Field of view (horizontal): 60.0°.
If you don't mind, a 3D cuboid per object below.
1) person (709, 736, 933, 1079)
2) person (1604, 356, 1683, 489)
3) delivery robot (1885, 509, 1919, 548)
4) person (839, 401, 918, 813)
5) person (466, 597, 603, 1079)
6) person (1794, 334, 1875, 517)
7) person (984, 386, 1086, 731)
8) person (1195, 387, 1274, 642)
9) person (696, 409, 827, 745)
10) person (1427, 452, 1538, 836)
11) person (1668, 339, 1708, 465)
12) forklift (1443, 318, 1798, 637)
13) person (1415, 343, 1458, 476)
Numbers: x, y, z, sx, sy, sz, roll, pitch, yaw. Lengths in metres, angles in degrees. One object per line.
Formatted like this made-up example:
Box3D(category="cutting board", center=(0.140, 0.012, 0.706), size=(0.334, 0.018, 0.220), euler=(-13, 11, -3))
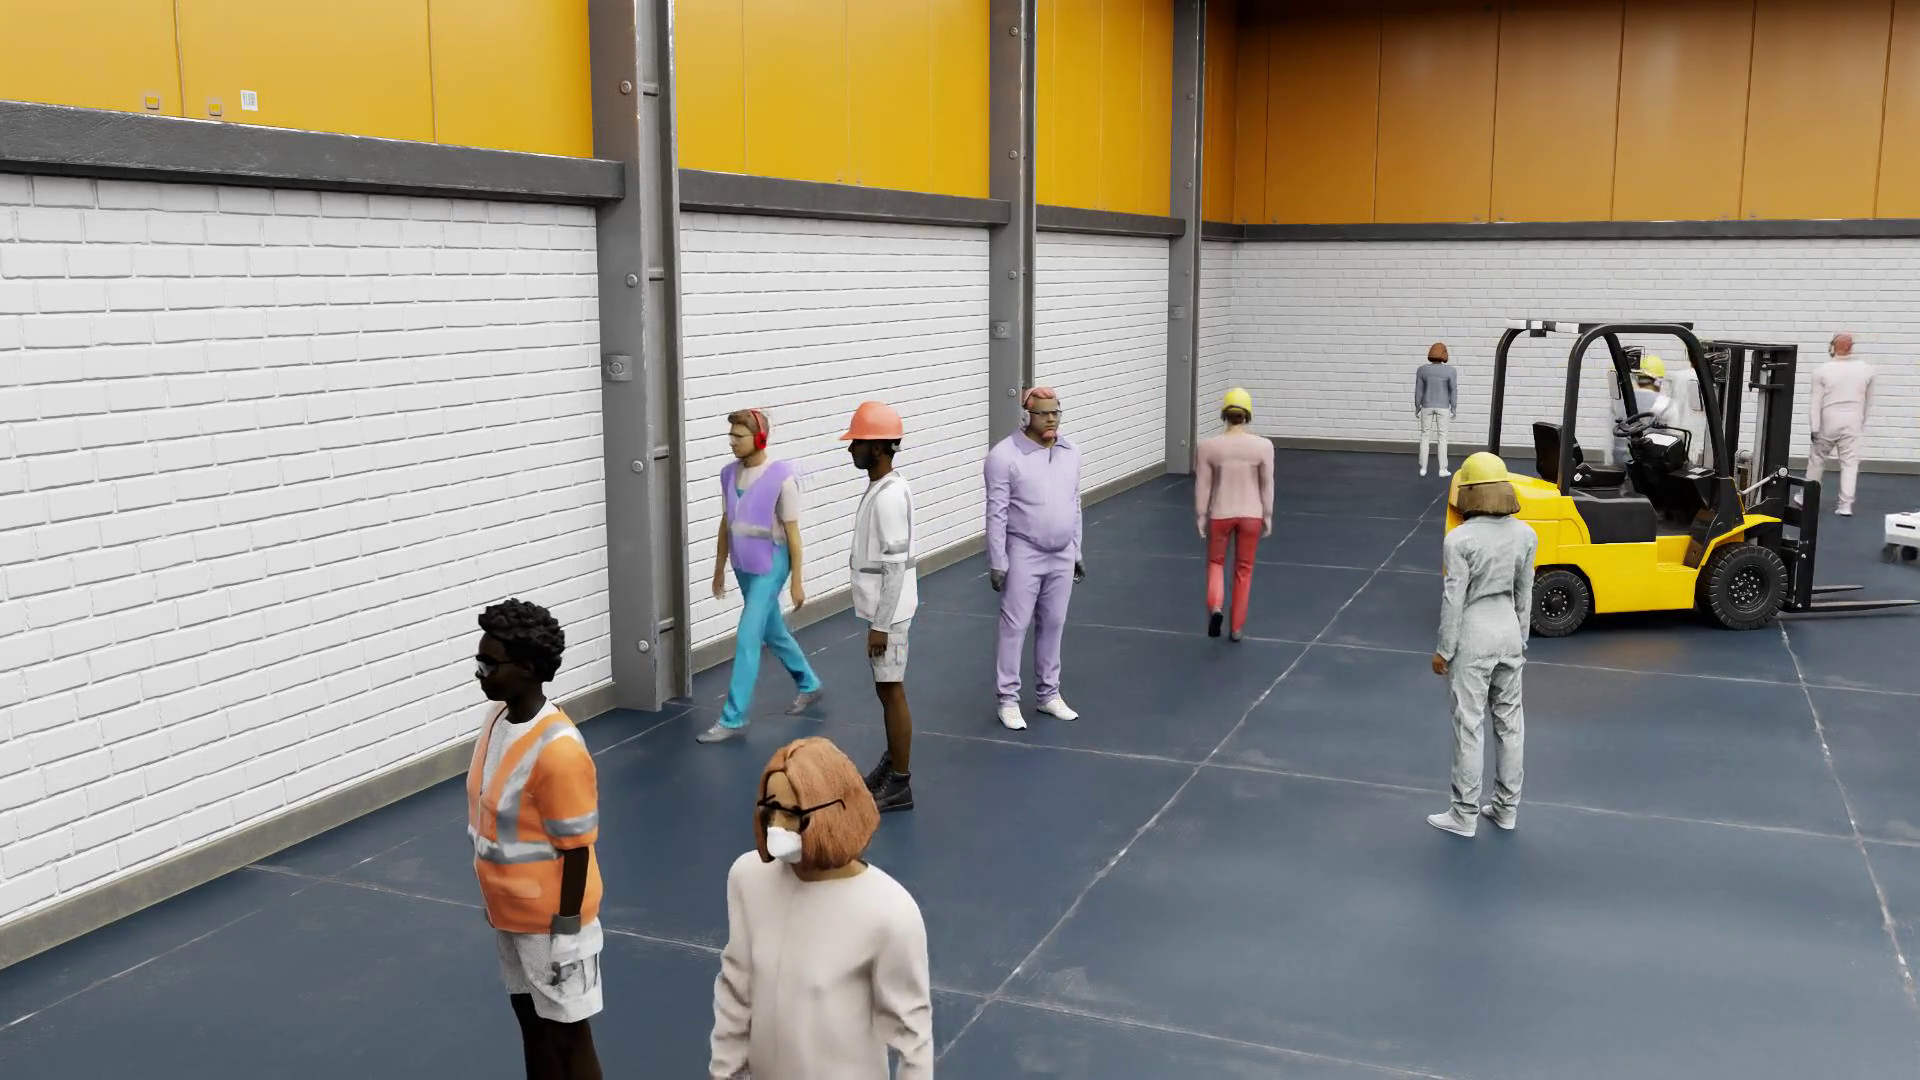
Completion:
Box3D(category="person", center=(-0.300, 1.197, 3.463), size=(0.505, 1.622, 0.378), euler=(8, 12, 39))
Box3D(category="person", center=(5.941, -0.680, 14.326), size=(0.917, 1.782, 0.626), euler=(-7, 12, -36))
Box3D(category="delivery robot", center=(8.256, -0.079, 14.129), size=(0.477, 0.478, 0.707), euler=(-4, 10, -23))
Box3D(category="person", center=(-0.381, 0.317, 7.829), size=(0.362, 1.939, 0.543), euler=(-1, 9, -4))
Box3D(category="person", center=(-1.143, 0.990, 4.480), size=(0.322, 1.697, 0.532), euler=(-7, 12, -36))
Box3D(category="person", center=(9.087, -1.203, 17.279), size=(0.647, 1.866, 0.859), euler=(1, 9, 9))
Box3D(category="person", center=(0.445, 0.095, 9.271), size=(0.652, 1.906, 0.403), euler=(-6, 11, -33))
Box3D(category="person", center=(1.853, -0.151, 11.235), size=(0.530, 1.754, 0.457), euler=(2, 10, 10))
Box3D(category="person", center=(-1.087, 0.162, 9.196), size=(0.965, 1.803, 0.586), euler=(-9, 13, -44))
Box3D(category="person", center=(2.352, 0.469, 7.523), size=(0.484, 1.736, 0.305), euler=(-4, 10, -21))
Box3D(category="person", center=(7.145, -1.025, 16.230), size=(0.571, 1.848, 0.550), euler=(-5, 11, -28))
Box3D(category="forklift", center=(4.706, -0.497, 11.990), size=(2.313, 2.155, 1.214), euler=(-2, 10, -10))
Box3D(category="person", center=(5.810, -1.591, 20.315), size=(0.507, 1.631, 0.276), euler=(5, 11, 28))
